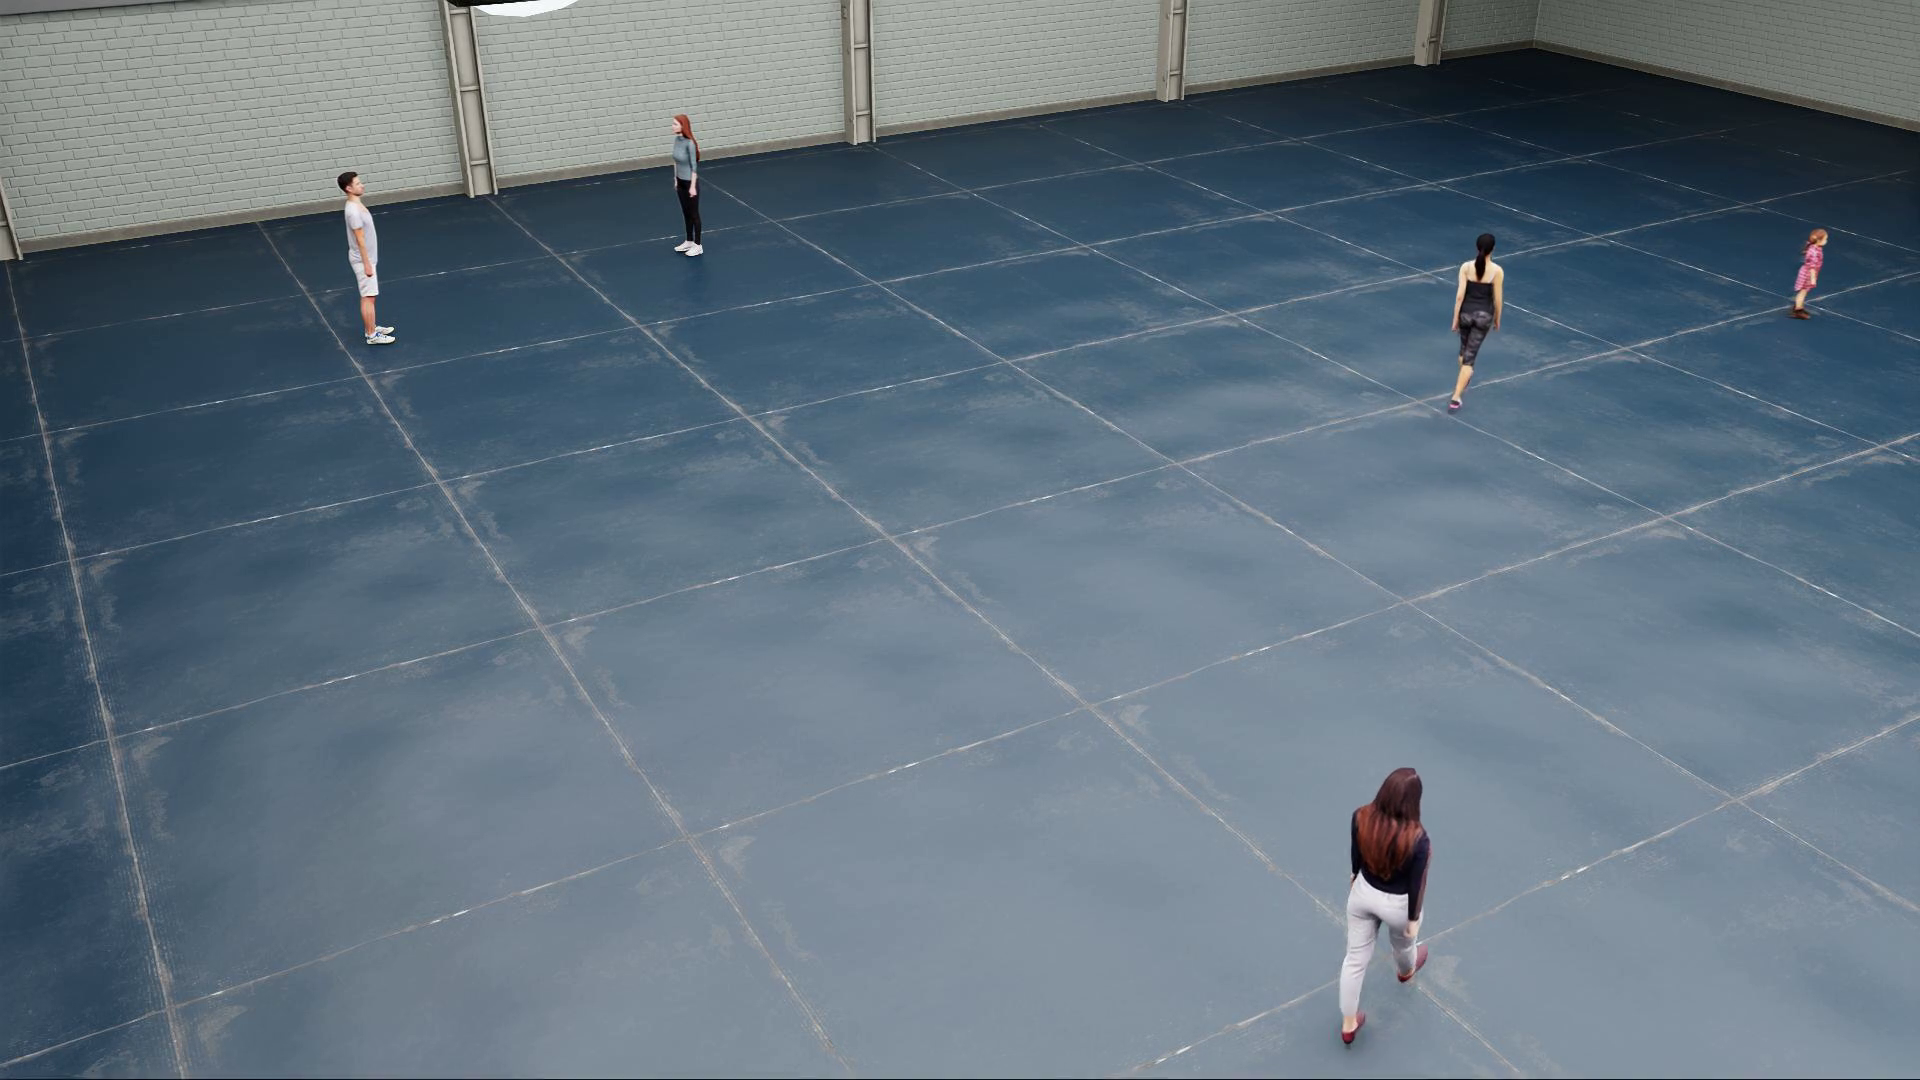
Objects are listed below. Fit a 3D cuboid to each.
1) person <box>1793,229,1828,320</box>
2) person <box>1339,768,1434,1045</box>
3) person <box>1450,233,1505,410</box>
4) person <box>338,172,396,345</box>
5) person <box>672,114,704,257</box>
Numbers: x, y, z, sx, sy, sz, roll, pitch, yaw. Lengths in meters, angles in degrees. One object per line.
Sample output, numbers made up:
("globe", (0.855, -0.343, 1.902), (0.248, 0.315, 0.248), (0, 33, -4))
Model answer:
("person", (9.527, -3.000, 18.671), (0.562, 1.021, 0.495), (10, 29, 18))
("person", (2.148, 1.907, 8.552), (0.863, 1.559, 1.127), (20, 33, 34))
("person", (4.989, -2.087, 16.172), (1.000, 1.685, 1.191), (13, 30, 23))
("person", (-6.397, -3.032, 17.821), (0.626, 1.854, 0.728), (-9, 29, -17))
("person", (-3.373, -4.400, 20.602), (0.567, 1.742, 0.592), (-19, 33, -32))
